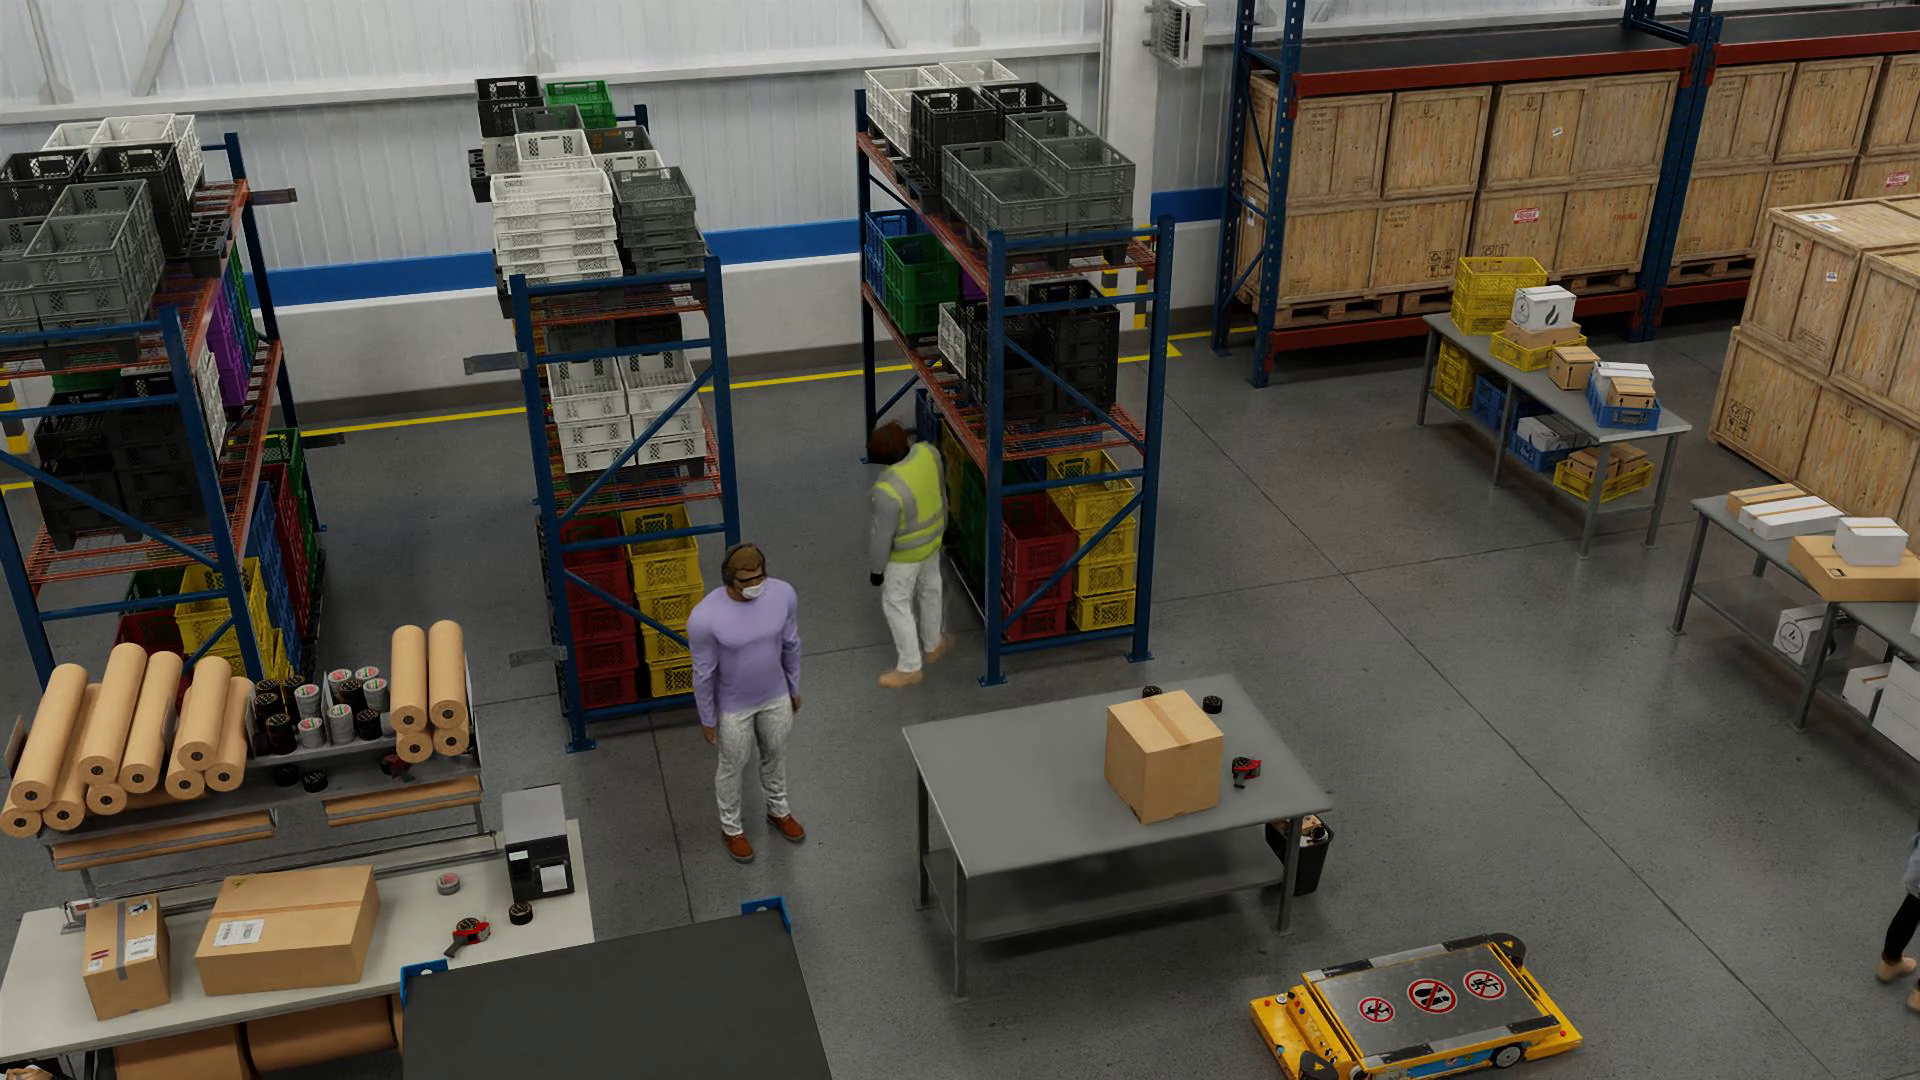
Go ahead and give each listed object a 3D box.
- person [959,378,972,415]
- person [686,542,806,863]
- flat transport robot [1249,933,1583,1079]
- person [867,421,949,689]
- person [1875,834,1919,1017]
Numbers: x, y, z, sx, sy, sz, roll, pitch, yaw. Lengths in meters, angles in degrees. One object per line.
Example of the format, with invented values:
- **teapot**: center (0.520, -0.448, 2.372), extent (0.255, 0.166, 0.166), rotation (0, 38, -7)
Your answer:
- **person**: center (0.139, -1.753, 13.658), extent (0.355, 1.886, 0.573), rotation (-3, 29, -6)
- **person**: center (-1.120, 0.849, 8.878), extent (0.628, 1.931, 0.358), rotation (-17, 33, -28)
- **flat transport robot**: center (2.184, 2.282, 7.980), extent (1.431, 0.197, 0.652), rotation (-8, 30, -14)
- **person**: center (-0.307, 0.036, 10.498), extent (0.433, 1.808, 0.738), rotation (18, 33, 29)
- **person**: center (4.748, 1.536, 7.877), extent (0.341, 1.685, 0.598), rotation (-3, 29, -5)
